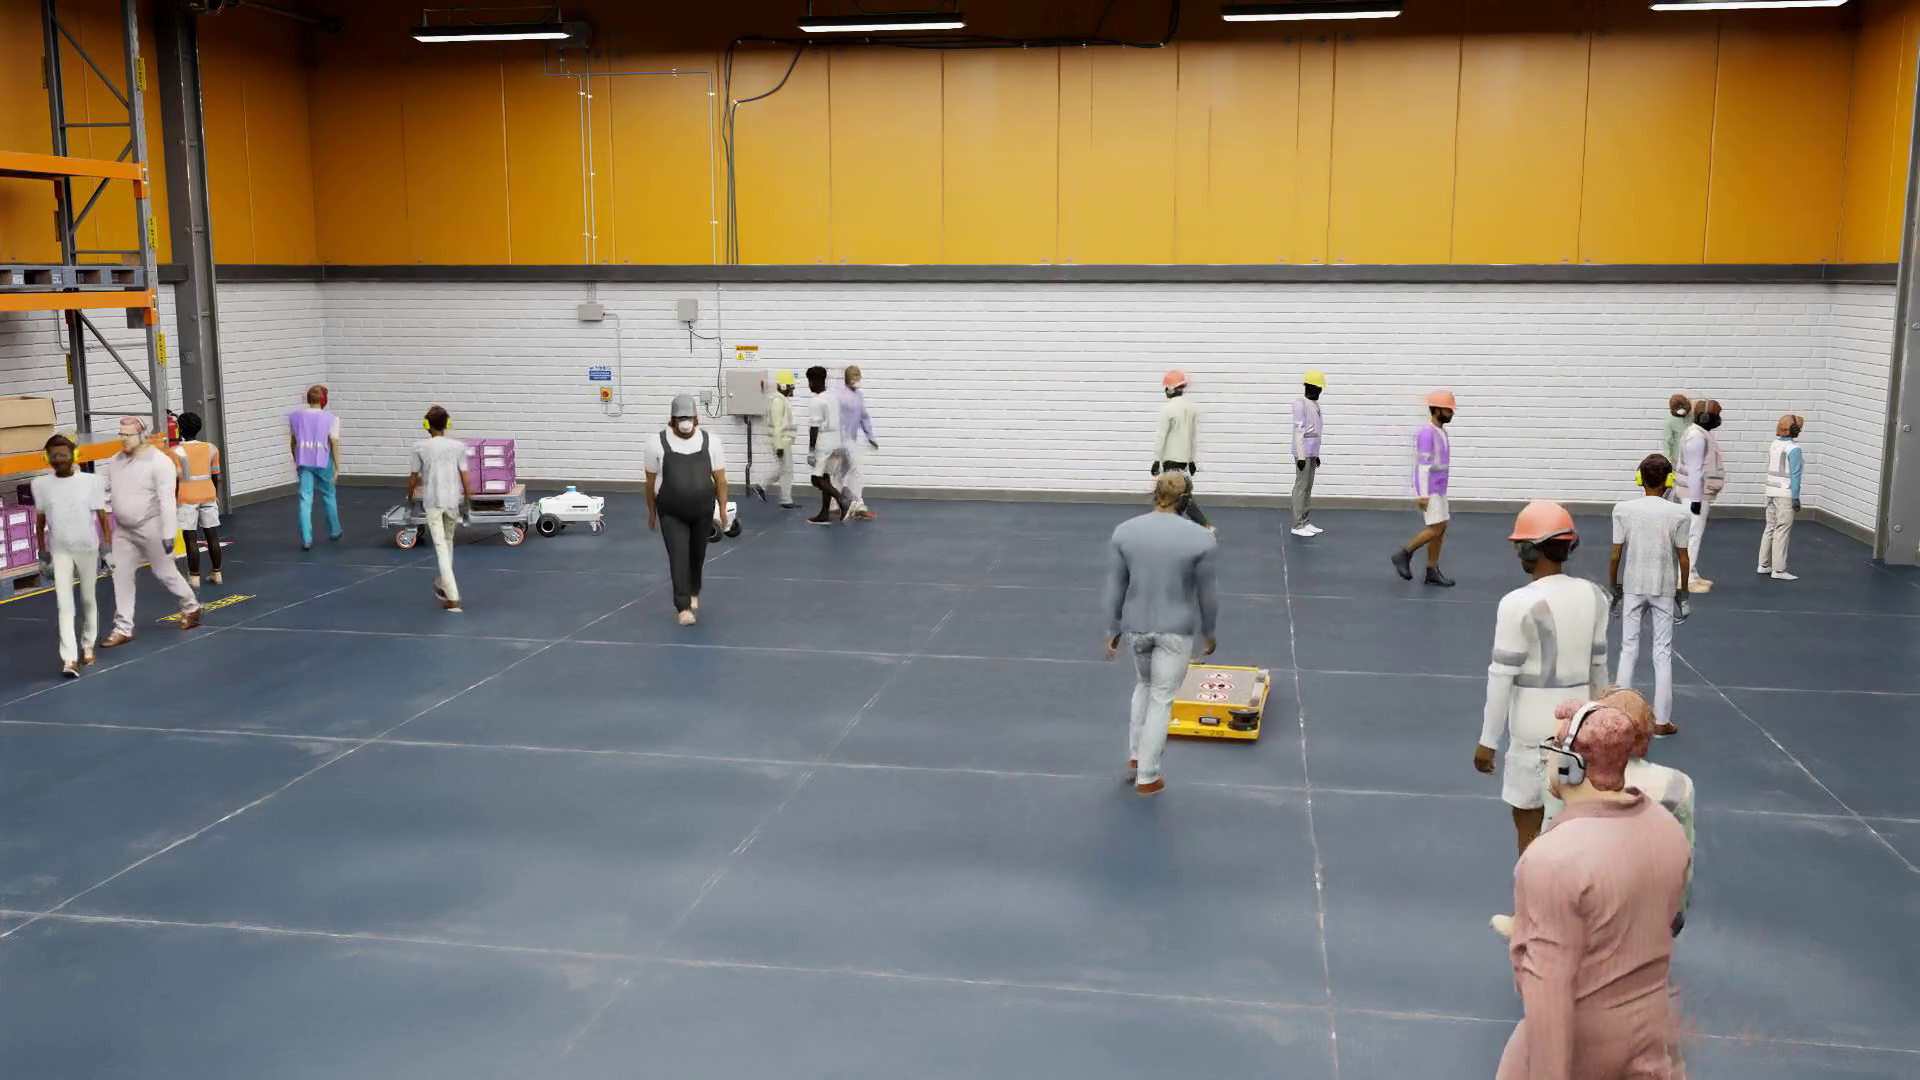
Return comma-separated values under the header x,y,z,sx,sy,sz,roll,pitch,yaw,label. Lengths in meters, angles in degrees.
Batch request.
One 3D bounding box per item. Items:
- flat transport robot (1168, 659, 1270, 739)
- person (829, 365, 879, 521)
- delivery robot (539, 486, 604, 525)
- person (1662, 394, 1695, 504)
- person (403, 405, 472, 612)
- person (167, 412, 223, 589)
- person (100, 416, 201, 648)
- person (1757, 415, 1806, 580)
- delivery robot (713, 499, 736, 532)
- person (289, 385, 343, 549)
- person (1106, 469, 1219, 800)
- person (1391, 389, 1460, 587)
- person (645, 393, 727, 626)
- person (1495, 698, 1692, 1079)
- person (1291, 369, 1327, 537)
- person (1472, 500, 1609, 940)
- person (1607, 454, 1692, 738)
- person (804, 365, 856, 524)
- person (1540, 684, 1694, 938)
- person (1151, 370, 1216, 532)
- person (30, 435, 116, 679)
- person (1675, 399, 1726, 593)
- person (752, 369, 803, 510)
x,y,z,sx,sy,sz,roll,pitch,yaw,label
1.752,1.073,11.384,0.652,0.197,1.431,2,9,13,flat transport robot
-1.283,-1.188,20.365,0.815,1.898,0.658,3,10,16,person
-4.485,-0.378,19.219,0.707,0.478,0.477,-1,9,-4,delivery robot
8.535,-0.938,19.774,0.598,1.598,0.349,-5,10,-27,person
-4.760,-0.299,15.070,0.535,1.824,0.935,-7,12,-37,person
-7.360,-0.381,15.995,0.316,1.695,0.542,5,10,29,person
-6.719,-0.103,13.757,0.657,1.869,0.959,2,9,15,person
8.151,-0.425,16.481,0.311,1.634,0.519,0,9,1,person
-2.912,-0.327,18.907,0.707,0.478,0.477,4,10,22,delivery robot
-7.120,-0.810,18.394,0.590,1.797,0.996,-1,9,-5,person
1.199,0.529,9.718,0.643,1.899,0.770,5,10,28,person
4.526,-0.497,16.027,0.505,1.918,0.562,7,11,36,person
-2.401,-0.331,14.624,0.690,2.000,1.002,-3,10,-20,person
1.709,1.355,4.725,0.662,1.849,1.006,-6,11,-31,person
4.026,-1.010,19.203,0.372,1.922,0.585,5,10,29,person
2.597,0.831,7.468,0.622,2.024,0.458,-6,11,-34,person
4.501,0.361,10.877,0.516,1.865,0.329,5,11,30,person
-1.551,-1.116,19.818,0.642,1.939,0.645,4,10,25,person
2.307,1.295,5.905,0.531,1.598,0.815,2,9,14,person
2.461,-0.914,18.511,0.944,1.961,0.604,7,11,37,person
-6.690,0.111,12.572,0.537,1.820,0.973,-4,10,-24,person
7.042,-0.420,15.836,0.429,1.838,0.639,5,10,29,person
-2.325,-1.266,21.155,0.577,1.810,0.622,0,9,-1,person
